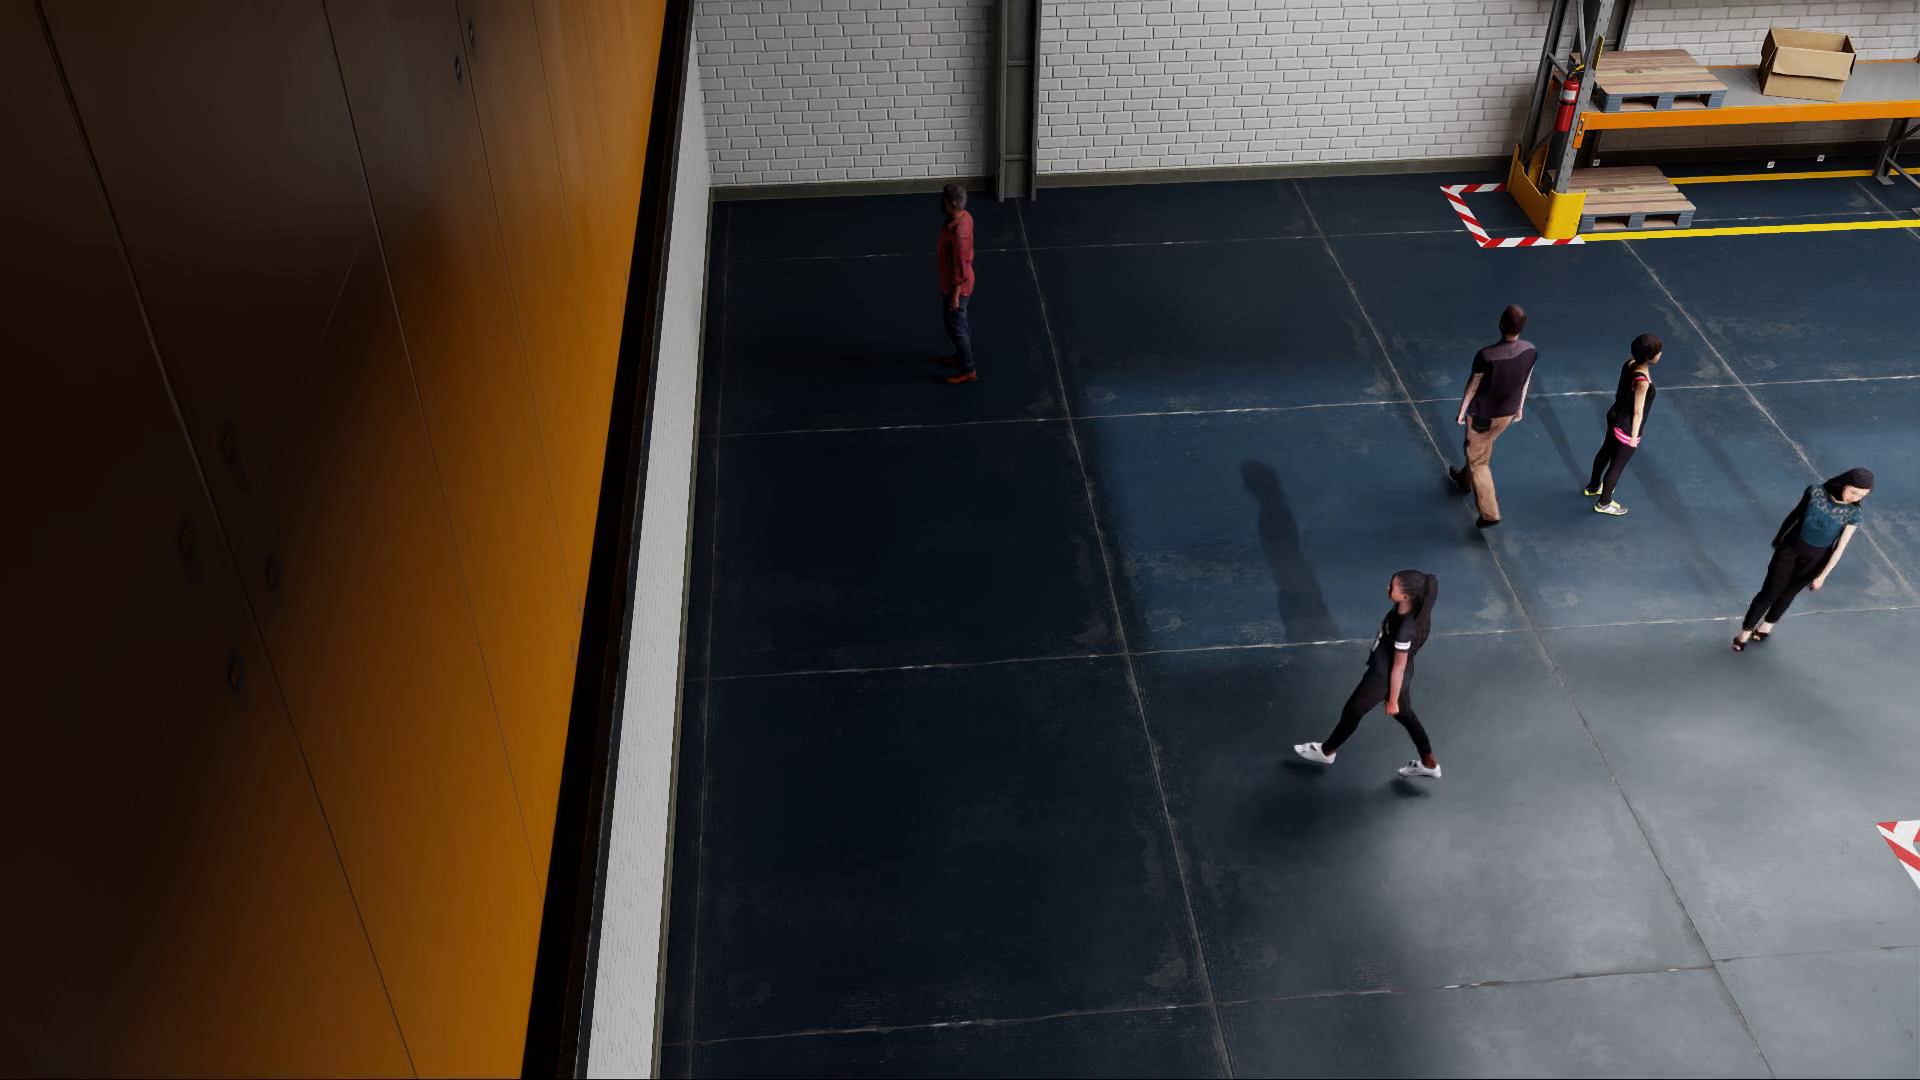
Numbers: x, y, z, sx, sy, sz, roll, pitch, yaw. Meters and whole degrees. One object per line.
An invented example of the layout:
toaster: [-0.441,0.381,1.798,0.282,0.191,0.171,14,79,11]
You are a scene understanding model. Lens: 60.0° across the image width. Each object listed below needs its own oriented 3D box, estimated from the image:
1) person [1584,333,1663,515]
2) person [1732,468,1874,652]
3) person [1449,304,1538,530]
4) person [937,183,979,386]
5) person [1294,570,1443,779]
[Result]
person: [5.155,-0.922,12.884,0.511,1.553,0.551,-1,39,-1]
person: [5.816,0.108,11.489,0.855,1.684,0.797,-24,44,-27]
person: [4.090,-0.926,12.682,1.146,1.811,0.888,-10,40,-13]
person: [-0.021,-2.209,14.269,0.642,1.835,0.731,1,39,1]
person: [2.793,0.898,10.501,1.271,1.684,0.966,12,40,15]
